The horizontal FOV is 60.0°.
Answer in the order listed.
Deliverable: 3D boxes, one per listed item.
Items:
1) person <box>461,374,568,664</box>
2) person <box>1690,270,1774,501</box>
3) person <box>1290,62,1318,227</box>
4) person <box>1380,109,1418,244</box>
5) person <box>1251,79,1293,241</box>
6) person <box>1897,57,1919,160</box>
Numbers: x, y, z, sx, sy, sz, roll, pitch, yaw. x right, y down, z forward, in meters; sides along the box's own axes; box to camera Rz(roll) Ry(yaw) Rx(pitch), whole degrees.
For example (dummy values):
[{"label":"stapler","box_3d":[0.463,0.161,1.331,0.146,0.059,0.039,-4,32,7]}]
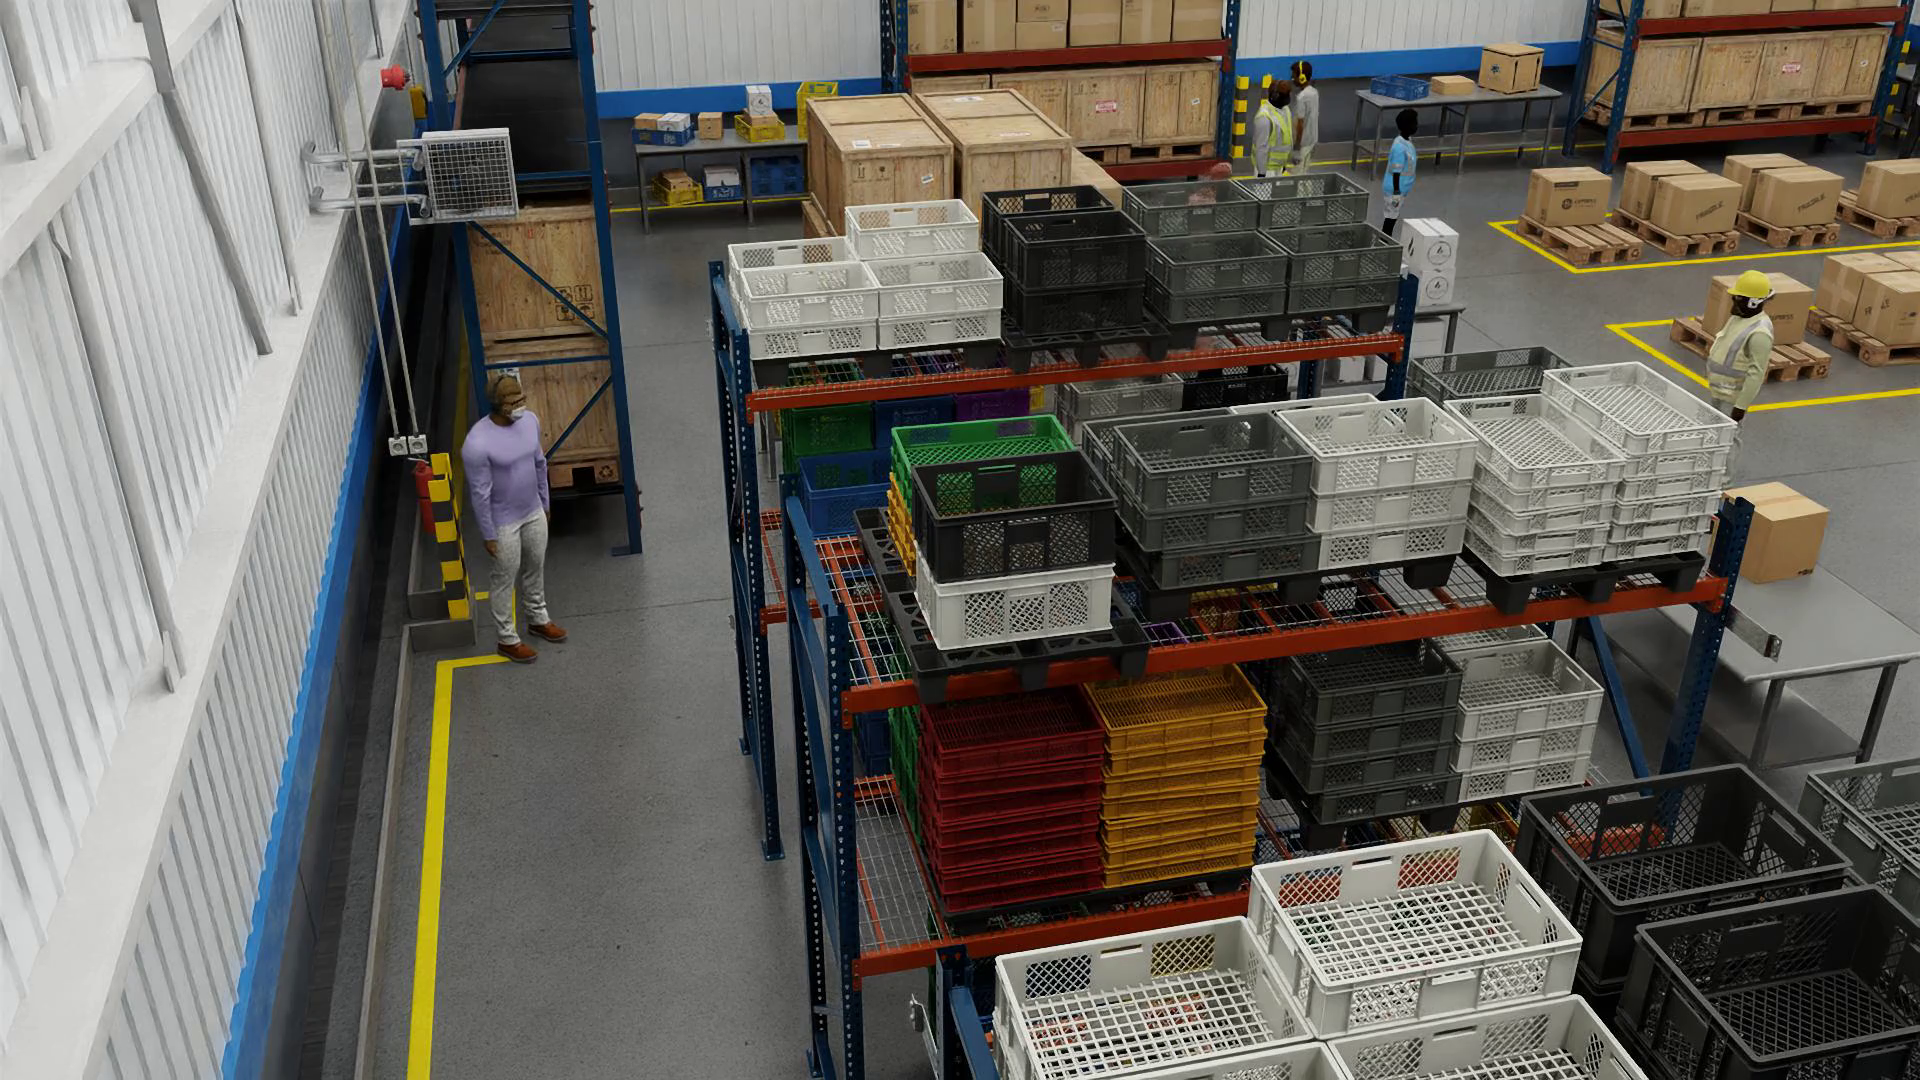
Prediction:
[{"label":"person","box_3d":[-2.824,-0.154,10.546,0.364,1.932,0.630,15,31,26]},{"label":"person","box_3d":[5.803,-1.144,12.523,0.404,1.830,0.601,4,28,7]},{"label":"person","box_3d":[3.873,-4.484,18.856,0.406,1.845,0.568,14,31,25]},{"label":"person","box_3d":[4.603,-3.677,17.475,0.319,1.696,0.532,10,29,18]},{"label":"person","box_3d":[3.395,-4.102,18.144,0.432,1.836,0.618,16,32,27]},{"label":"person","box_3d":[11.796,-5.237,20.199,0.592,1.919,0.392,5,28,10]}]
